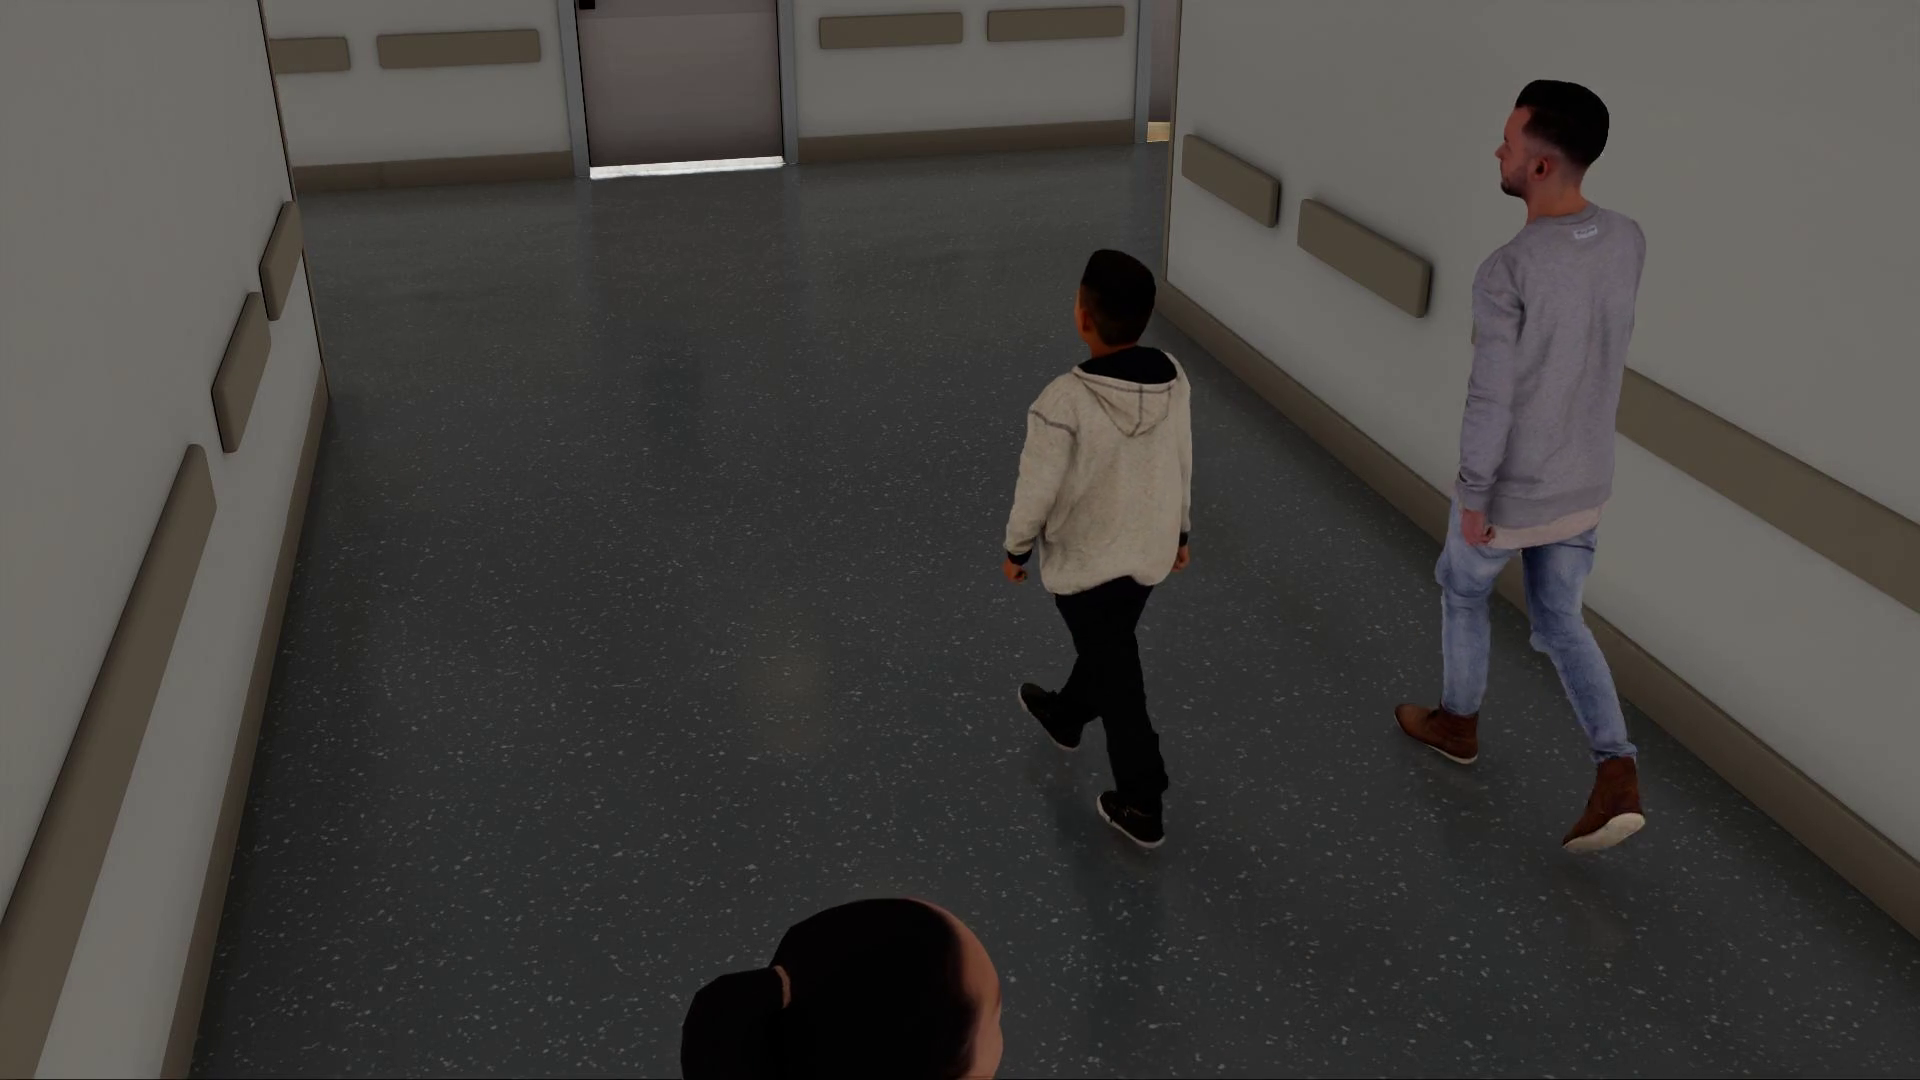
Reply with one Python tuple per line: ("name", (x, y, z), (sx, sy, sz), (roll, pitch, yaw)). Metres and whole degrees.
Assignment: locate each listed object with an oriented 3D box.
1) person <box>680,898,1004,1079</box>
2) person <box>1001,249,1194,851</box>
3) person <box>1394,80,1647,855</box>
("person", (-0.072, 1.044, 1.580), (0.644, 1.711, 0.656), (21, 32, 36))
("person", (0.390, 0.069, 3.936), (0.951, 1.421, 0.838), (-15, 30, -28))
("person", (1.408, -0.116, 3.880), (1.116, 1.804, 0.900), (-11, 28, -21))
